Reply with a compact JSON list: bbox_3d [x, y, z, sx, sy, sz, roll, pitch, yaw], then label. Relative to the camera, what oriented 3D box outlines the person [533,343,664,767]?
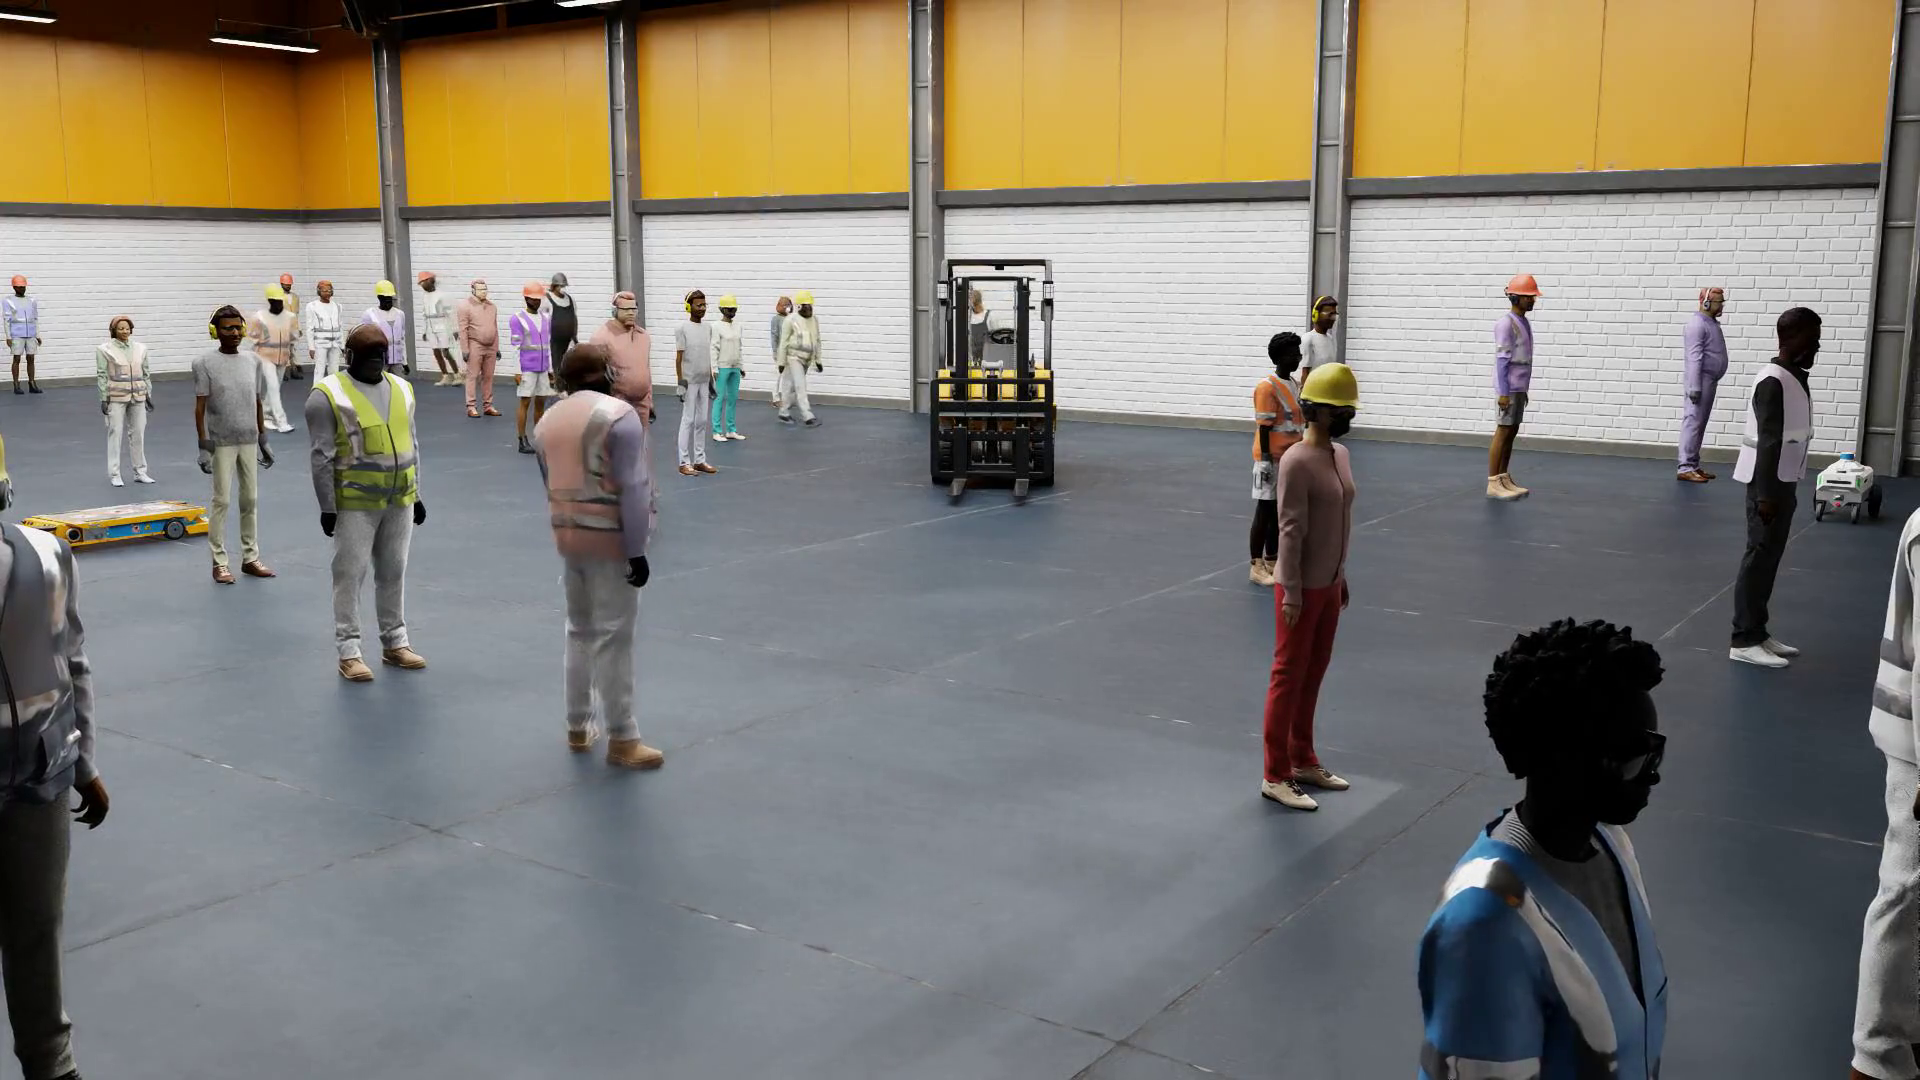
[{"bbox_3d":[-1.527,0.059,7.250,0.755,1.811,0.433,8,12,40],"label":"person"}]

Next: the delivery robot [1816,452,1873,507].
[{"bbox_3d":[7.416,-0.492,13.931,0.477,0.478,0.707,7,12,35],"label":"delivery robot"}]

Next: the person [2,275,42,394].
[{"bbox_3d":[-15.233,-3.340,27.059,0.376,1.935,0.550,7,12,35],"label":"person"}]

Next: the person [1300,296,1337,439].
[{"bbox_3d":[3.059,-1.149,14.231,0.313,1.865,0.528,7,12,35],"label":"person"}]

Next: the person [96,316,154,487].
[{"bbox_3d":[-8.040,-1.340,16.038,0.311,1.639,0.521,7,12,35],"label":"person"}]

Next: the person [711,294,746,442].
[{"bbox_3d":[-2.771,-2.064,19.972,0.328,1.767,0.531,7,12,35],"label":"person"}]

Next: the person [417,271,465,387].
[{"bbox_3d":[-8.950,-3.608,28.486,0.647,1.991,0.537,6,11,31],"label":"person"}]

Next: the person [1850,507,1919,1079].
[{"bbox_3d":[2.488,0.526,4.197,0.338,1.882,0.582,7,12,35],"label":"person"}]

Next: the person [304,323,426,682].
[{"bbox_3d":[-3.054,-0.201,8.662,0.428,1.840,0.631,7,12,35],"label":"person"}]

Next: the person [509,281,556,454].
[{"bbox_3d":[-4.789,-1.944,18.753,0.374,1.933,0.550,7,12,35],"label":"person"}]

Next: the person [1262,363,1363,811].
[{"bbox_3d":[1.428,0.177,6.630,0.327,1.765,0.531,7,12,35],"label":"person"}]

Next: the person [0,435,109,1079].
[{"bbox_3d":[-2.354,0.586,4.002,0.403,1.828,0.598,7,12,35],"label":"person"}]

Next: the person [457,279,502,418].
[{"bbox_3d":[-6.624,-2.651,23.048,0.401,1.906,0.649,7,12,35],"label":"person"}]

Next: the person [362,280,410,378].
[{"bbox_3d":[-6.962,-2.189,20.238,0.384,1.925,0.593,7,12,35],"label":"person"}]

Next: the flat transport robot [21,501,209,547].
[{"bbox_3d":[-6.530,-0.116,12.817,0.652,0.197,1.431,7,12,35],"label":"flat transport robot"}]

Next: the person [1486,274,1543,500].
[{"bbox_3d":[5.057,-1.389,15.127,0.393,2.041,0.613,7,12,35],"label":"person"}]

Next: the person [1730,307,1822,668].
[{"bbox_3d":[4.382,-0.292,8.971,0.373,1.915,0.594,7,12,35],"label":"person"}]

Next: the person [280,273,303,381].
[{"bbox_3d":[-12.164,-3.854,30.129,0.374,1.933,0.550,7,12,35],"label":"person"}]

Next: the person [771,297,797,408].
[{"bbox_3d":[-2.602,-2.780,24.626,0.269,1.632,0.505,7,12,35],"label":"person"}]

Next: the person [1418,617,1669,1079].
[{"bbox_3d":[0.789,0.936,2.311,0.318,1.695,0.539,7,12,35],"label":"person"}]

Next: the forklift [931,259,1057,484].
[{"bbox_3d":[0.370,-1.738,16.759,1.214,2.155,2.313,1,10,3],"label":"forklift"}]

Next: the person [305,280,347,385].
[{"bbox_3d":[-9.095,-2.780,23.891,0.338,1.880,0.582,7,12,35],"label":"person"}]

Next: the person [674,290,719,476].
[{"bbox_3d":[-2.663,-1.587,16.828,0.313,1.869,0.528,7,12,35],"label":"person"}]

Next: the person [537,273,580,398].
[{"bbox_3d":[-6.395,-3.279,26.393,1.001,2.000,0.695,7,12,36],"label":"person"}]

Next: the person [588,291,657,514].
[{"bbox_3d":[-2.814,-1.140,14.057,0.401,1.904,0.649,7,12,35],"label":"person"}]

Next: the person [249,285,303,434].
[{"bbox_3d":[-8.675,-2.290,21.044,0.975,1.868,0.594,7,12,36],"label":"person"}]

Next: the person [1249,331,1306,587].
[{"bbox_3d":[2.133,-0.542,11.114,0.318,1.695,0.539,7,12,35],"label":"person"}]

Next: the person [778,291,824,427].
[{"bbox_3d":[-2.103,-2.377,21.835,0.914,1.781,0.601,7,12,36],"label":"person"}]

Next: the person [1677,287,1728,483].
[{"bbox_3d":[7.315,-1.524,16.340,0.401,1.906,0.649,7,12,35],"label":"person"}]

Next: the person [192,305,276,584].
[{"bbox_3d":[-4.892,-0.642,11.225,0.313,1.860,0.528,7,12,35],"label":"person"}]

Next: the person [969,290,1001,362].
[{"bbox_3d":[0.366,-2.213,20.777,0.706,1.812,0.361,6,11,34],"label":"person"}]
